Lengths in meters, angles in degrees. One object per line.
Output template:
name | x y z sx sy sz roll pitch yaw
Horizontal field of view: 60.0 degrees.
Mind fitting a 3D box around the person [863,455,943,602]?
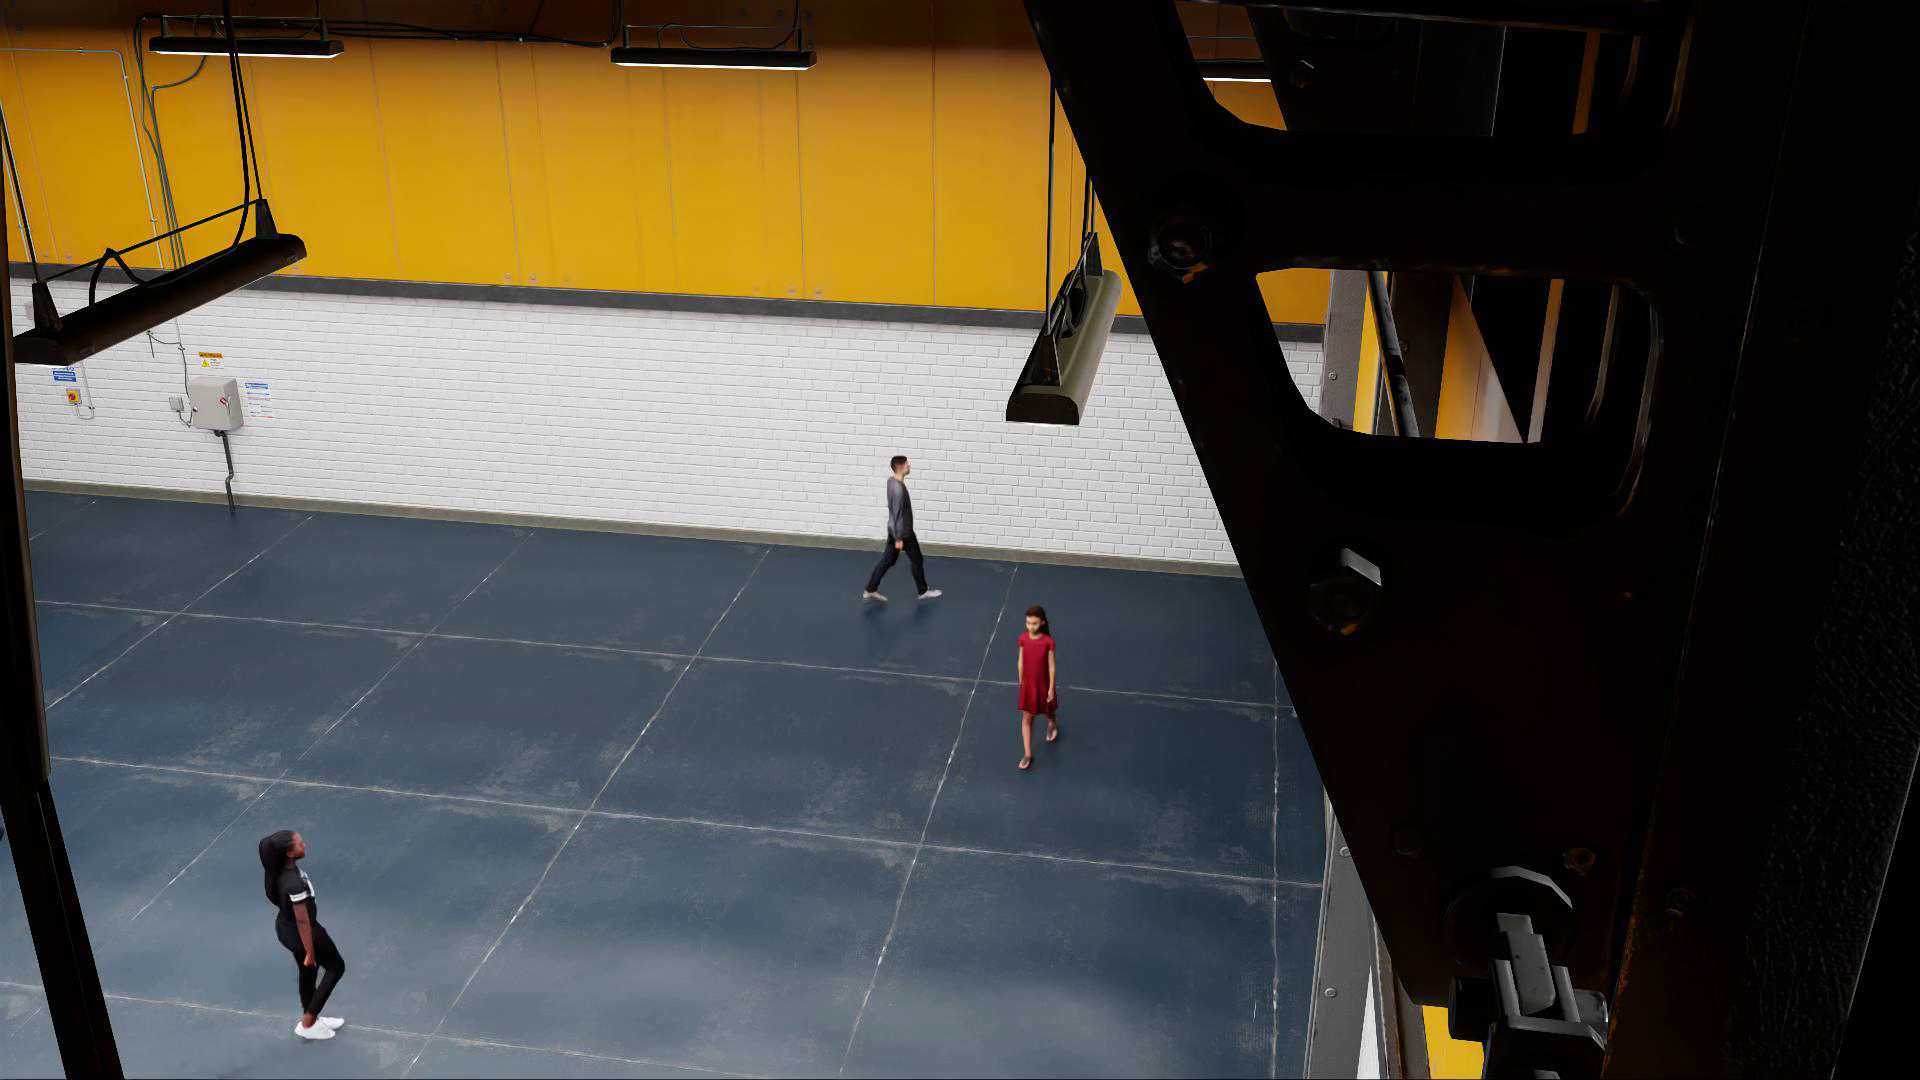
person | -0.738 -0.083 18.261 1.039 1.722 1.152 -7 25 -16

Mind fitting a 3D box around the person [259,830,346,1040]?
person | -4.692 2.804 11.658 0.798 1.721 0.744 -18 30 -36

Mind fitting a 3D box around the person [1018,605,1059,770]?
person | 0.743 1.293 15.352 0.599 1.531 0.999 7 24 15
